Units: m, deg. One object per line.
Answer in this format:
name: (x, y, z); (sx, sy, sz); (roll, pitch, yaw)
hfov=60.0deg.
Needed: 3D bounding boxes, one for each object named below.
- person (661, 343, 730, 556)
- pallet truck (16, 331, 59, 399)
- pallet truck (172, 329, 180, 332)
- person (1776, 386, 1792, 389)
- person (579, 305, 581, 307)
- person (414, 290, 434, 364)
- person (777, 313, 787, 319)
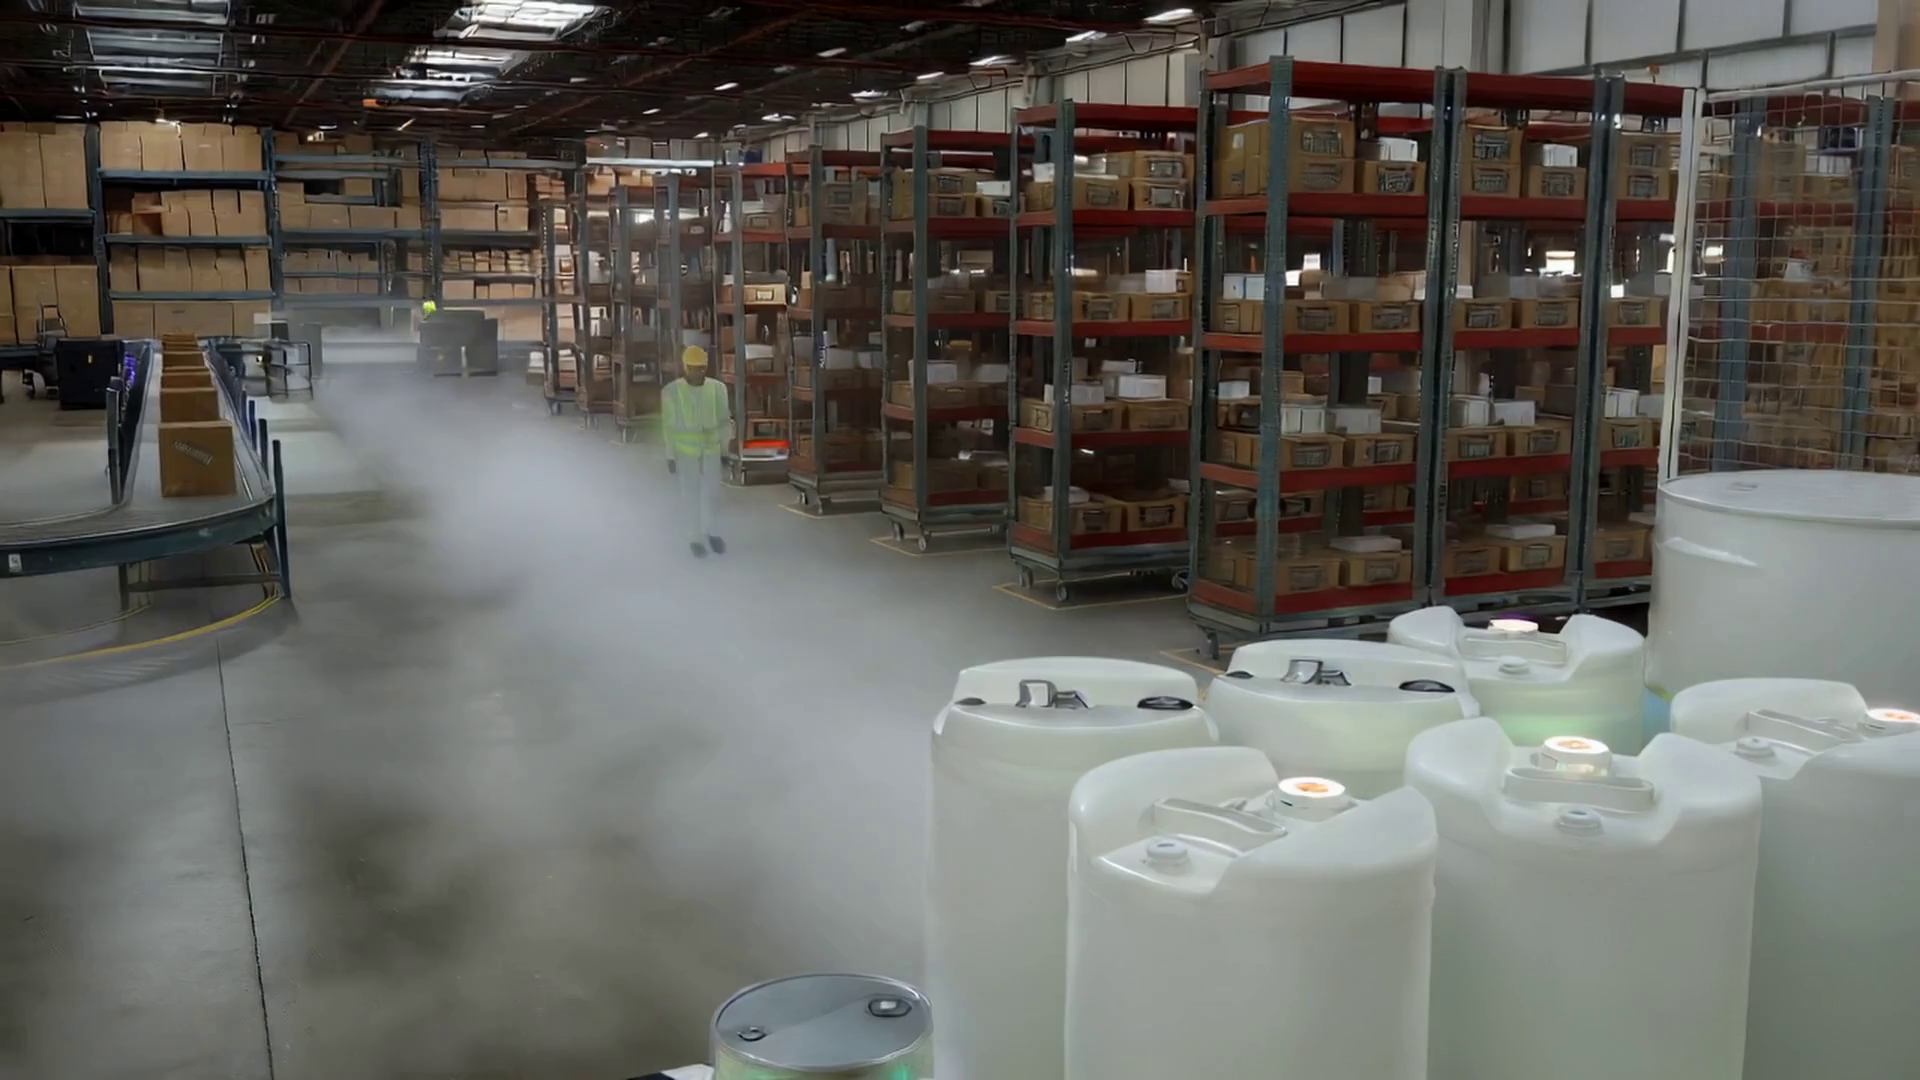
person: (-2.214, -0.752, 14.057); (0.589, 1.813, 0.490); (-3, 10, -18)
pallet truck: (-17.082, -3.353, 31.781); (1.630, 1.274, 0.653); (-4, 10, -25)
pallet truck: (-17.275, -3.851, 35.096); (1.601, 1.201, 0.680); (0, 9, 1)
person: (12.835, -2.604, 25.608); (0.584, 1.788, 0.958); (-3, 10, -17)
person: (-11.625, -6.692, 50.872); (0.508, 1.821, 0.629); (-3, 9, -15)
person: (-14.084, -5.588, 43.694); (0.542, 1.931, 0.366); (1, 9, 9)
person: (-4.976, -5.999, 46.223); (0.604, 1.937, 0.403); (5, 10, 26)
